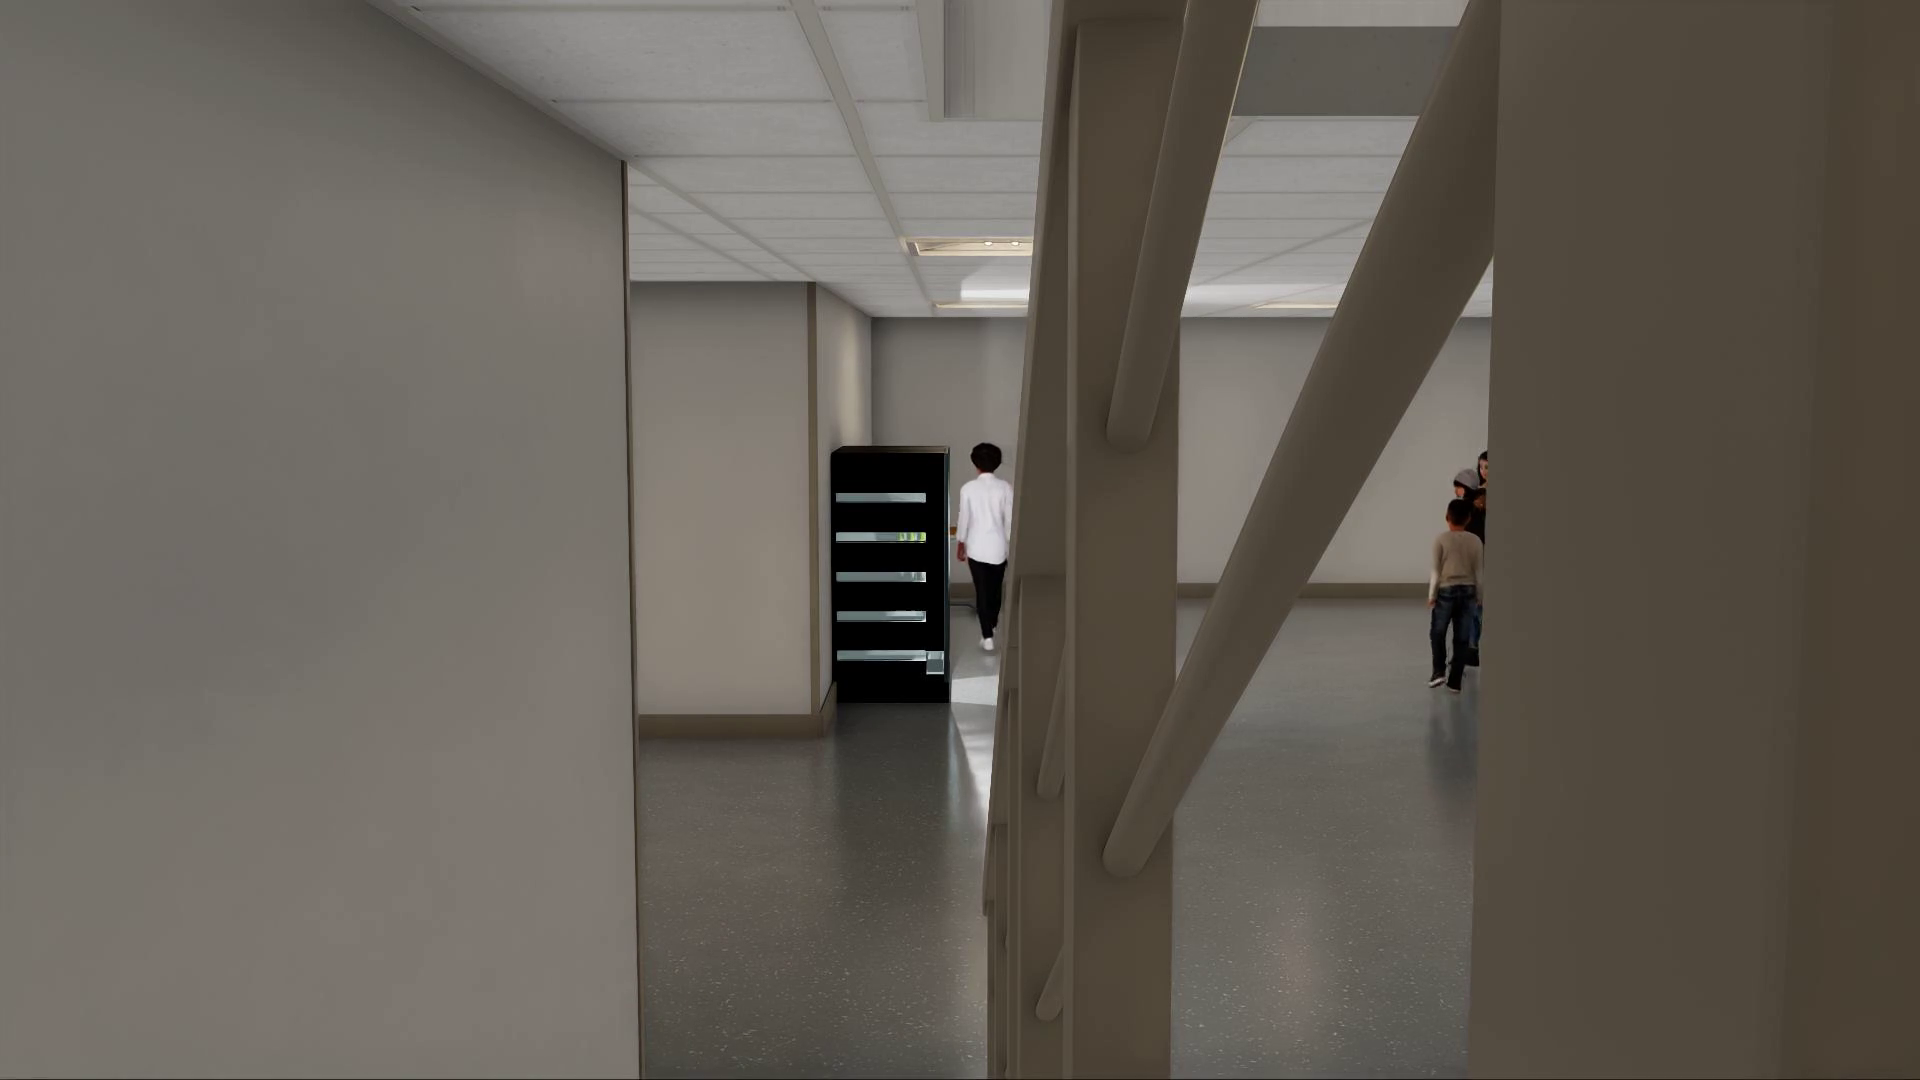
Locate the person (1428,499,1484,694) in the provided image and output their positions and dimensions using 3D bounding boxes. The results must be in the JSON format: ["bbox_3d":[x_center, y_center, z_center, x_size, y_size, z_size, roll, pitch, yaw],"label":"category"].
[{"bbox_3d":[3.714,0.435,12.419,0.574,1.454,0.533,0,6,4],"label":"person"}]

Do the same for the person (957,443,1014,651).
[{"bbox_3d":[0.244,0.082,14.371,0.744,1.766,1.106,-1,6,-6],"label":"person"}]
